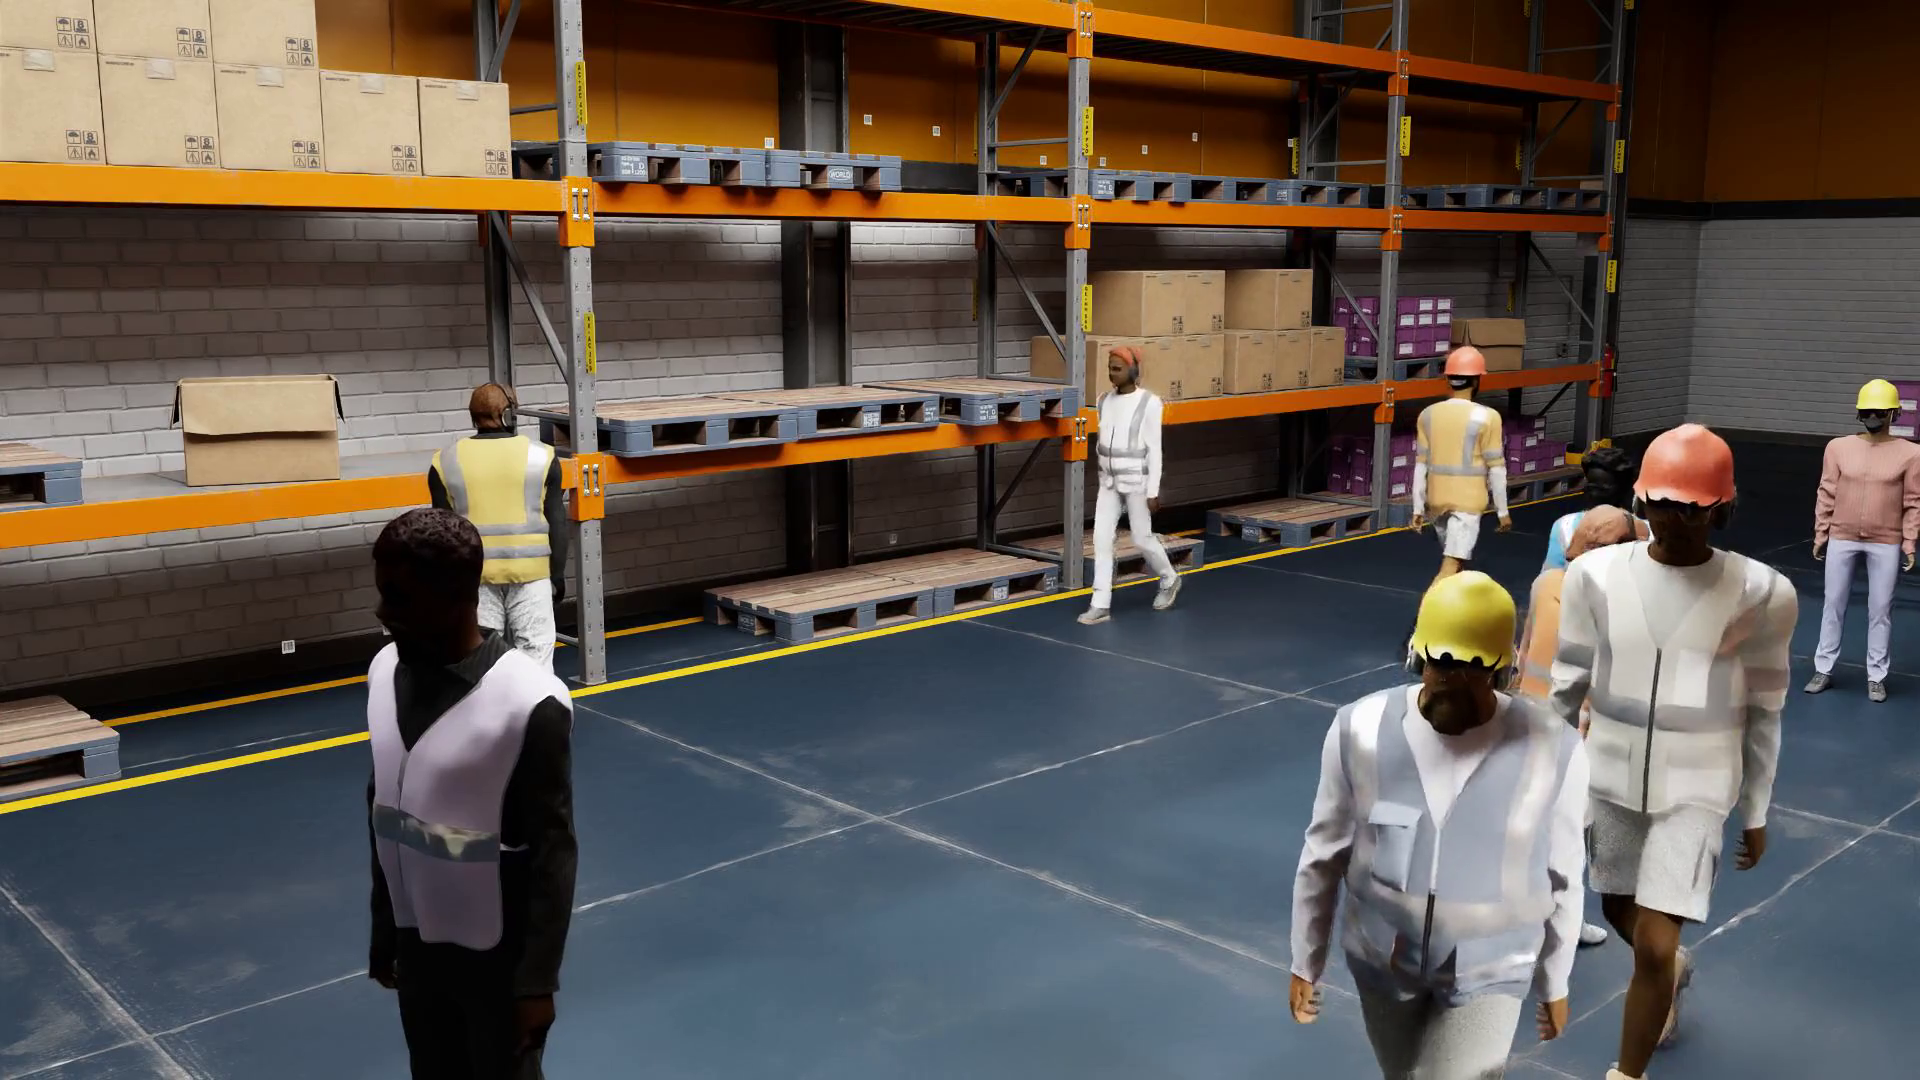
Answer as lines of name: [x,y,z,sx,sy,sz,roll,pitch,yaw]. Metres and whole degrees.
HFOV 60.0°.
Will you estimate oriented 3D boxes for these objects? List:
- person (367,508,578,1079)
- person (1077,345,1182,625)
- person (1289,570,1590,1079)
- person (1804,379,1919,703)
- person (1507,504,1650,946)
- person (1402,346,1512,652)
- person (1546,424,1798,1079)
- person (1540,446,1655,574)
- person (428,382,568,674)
person: [-1.068,0.868,3.634,0.587,1.914,0.391,7,12,34]
person: [1.155,-0.384,11.147,0.884,1.855,0.584,-9,13,-43]
person: [1.068,0.921,3.760,0.610,1.772,0.981,5,11,25]
person: [4.964,0.004,9.118,0.523,1.769,0.315,7,12,36]
person: [2.099,0.674,5.617,0.639,1.605,0.530,-2,10,-13]
person: [3.006,-0.232,10.157,0.979,1.899,0.549,-7,12,-37]
person: [1.982,0.649,4.677,0.619,2.006,0.987,7,12,35]
person: [2.681,0.423,7.009,0.934,1.634,0.533,-8,12,-39]
person: [-2.183,0.170,7.940,0.622,1.840,0.430,-2,10,-11]
